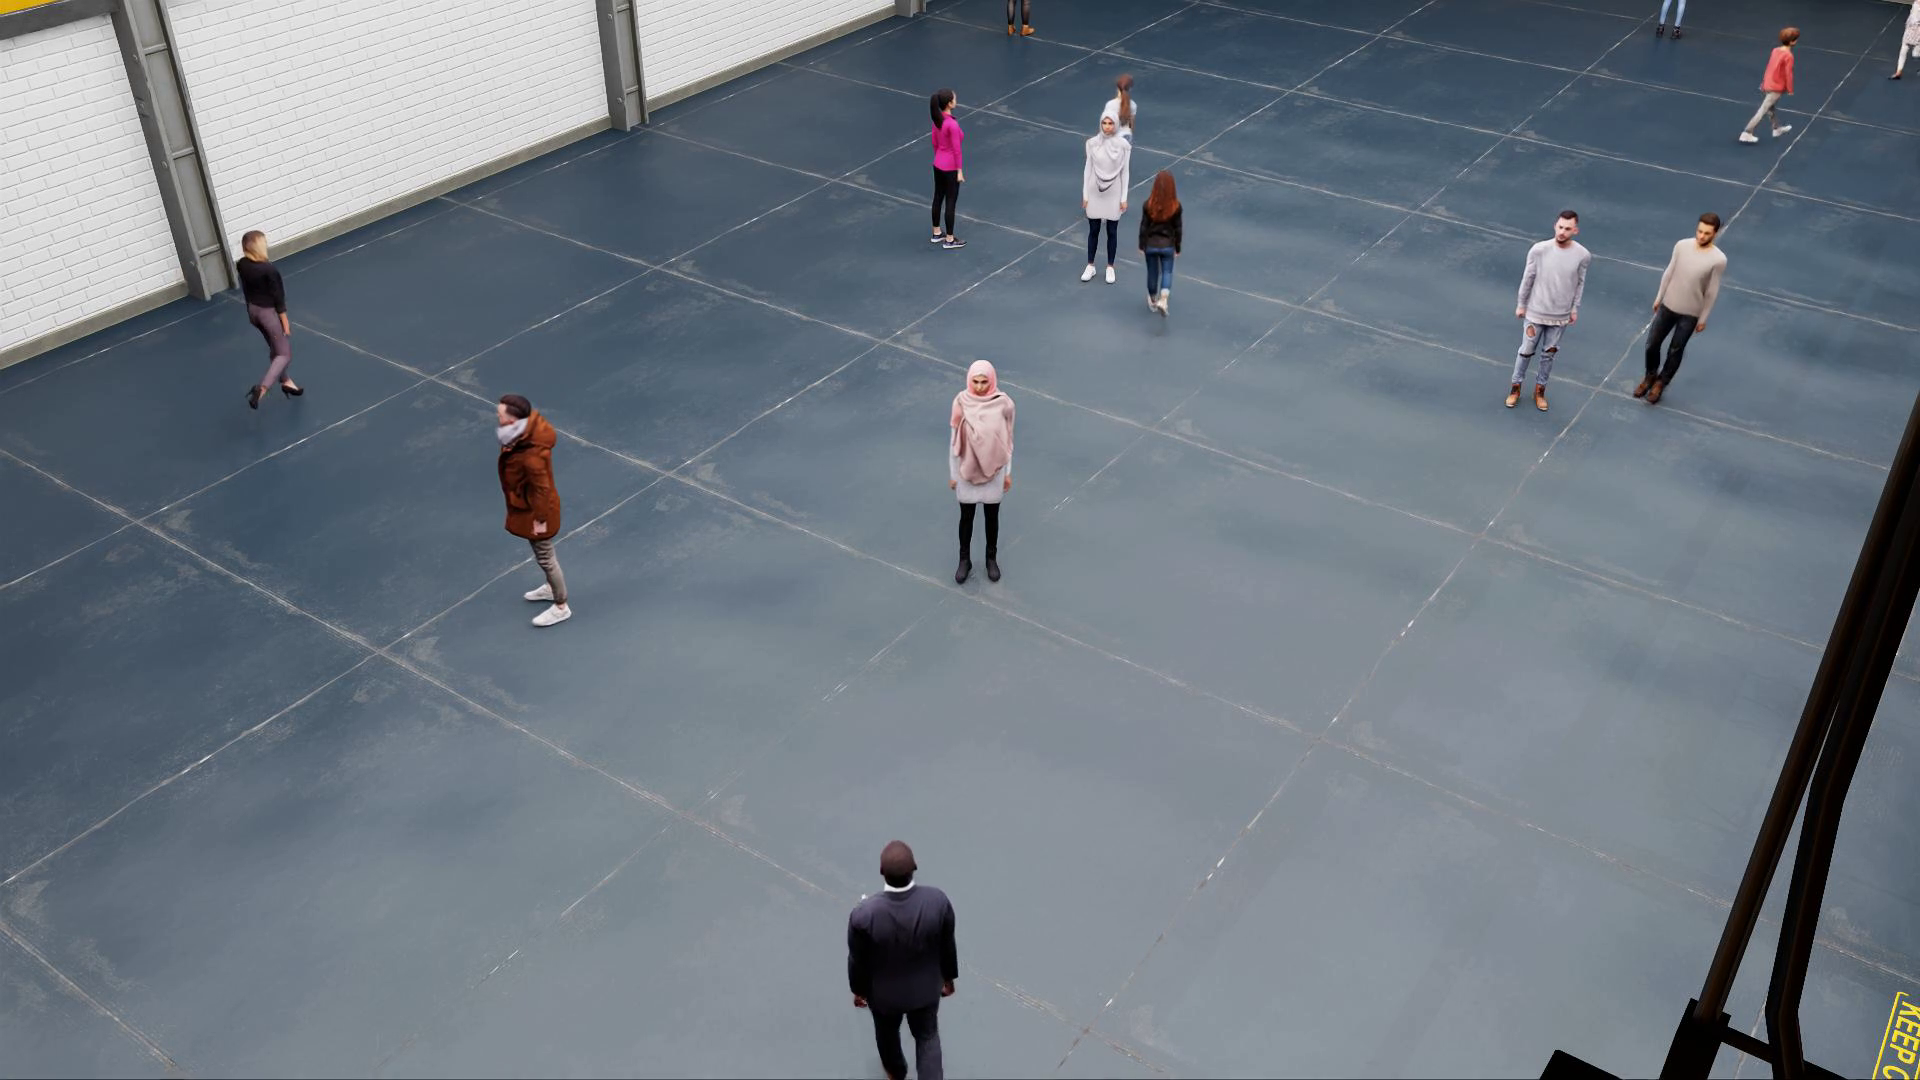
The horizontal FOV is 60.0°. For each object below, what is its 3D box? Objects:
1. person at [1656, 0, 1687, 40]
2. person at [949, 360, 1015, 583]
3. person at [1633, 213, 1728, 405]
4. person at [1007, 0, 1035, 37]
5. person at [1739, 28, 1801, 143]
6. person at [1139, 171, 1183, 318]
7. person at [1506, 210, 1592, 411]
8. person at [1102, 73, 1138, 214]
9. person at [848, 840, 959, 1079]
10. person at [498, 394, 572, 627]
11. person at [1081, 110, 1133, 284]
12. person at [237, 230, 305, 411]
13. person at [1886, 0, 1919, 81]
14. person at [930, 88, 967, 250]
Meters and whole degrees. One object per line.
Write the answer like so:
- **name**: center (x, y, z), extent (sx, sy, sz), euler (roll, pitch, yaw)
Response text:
- **person**: center (10.300, -8.067, 23.758), extent (0.582, 1.720, 0.511), euler (20, 39, 28)
- **person**: center (0.150, -0.506, 12.308), extent (0.745, 1.804, 0.786), euler (-1, 34, -2)
- **person**: center (6.373, -2.044, 14.585), extent (0.697, 1.843, 0.602), euler (29, 43, 36)
- **person**: center (0.852, -8.117, 23.836), extent (0.662, 1.717, 0.620), euler (13, 36, 19)
- **person**: center (9.820, -5.486, 20.182), extent (0.970, 1.381, 0.925), euler (-5, 34, -7)
- **person**: center (1.937, -2.840, 16.119), extent (0.767, 1.472, 0.885), euler (3, 34, 5)
- **person**: center (5.153, -2.027, 14.564), extent (0.756, 1.839, 0.703), euler (7, 34, 10)
- **person**: center (1.724, -4.333, 18.299), extent (0.695, 1.545, 0.859), euler (-22, 40, -30)
- **person**: center (-0.266, 2.237, 8.183), extent (1.074, 1.803, 1.139), euler (-6, 34, -9)
- **person**: center (-3.022, -0.241, 11.880), extent (0.885, 1.837, 0.844), euler (-10, 35, -15)
- **person**: center (1.466, -3.476, 16.801), extent (0.681, 1.775, 0.661), euler (7, 34, 10)
- **person**: center (-6.076, -1.852, 14.477), extent (0.724, 1.644, 0.971), euler (13, 36, 18)
- **person**: center (12.841, -6.802, 22.234), extent (0.885, 1.301, 0.785), euler (-10, 35, -15)
- **person**: center (-0.147, -3.936, 17.563), extent (0.669, 1.699, 0.661), euler (-22, 39, -29)
